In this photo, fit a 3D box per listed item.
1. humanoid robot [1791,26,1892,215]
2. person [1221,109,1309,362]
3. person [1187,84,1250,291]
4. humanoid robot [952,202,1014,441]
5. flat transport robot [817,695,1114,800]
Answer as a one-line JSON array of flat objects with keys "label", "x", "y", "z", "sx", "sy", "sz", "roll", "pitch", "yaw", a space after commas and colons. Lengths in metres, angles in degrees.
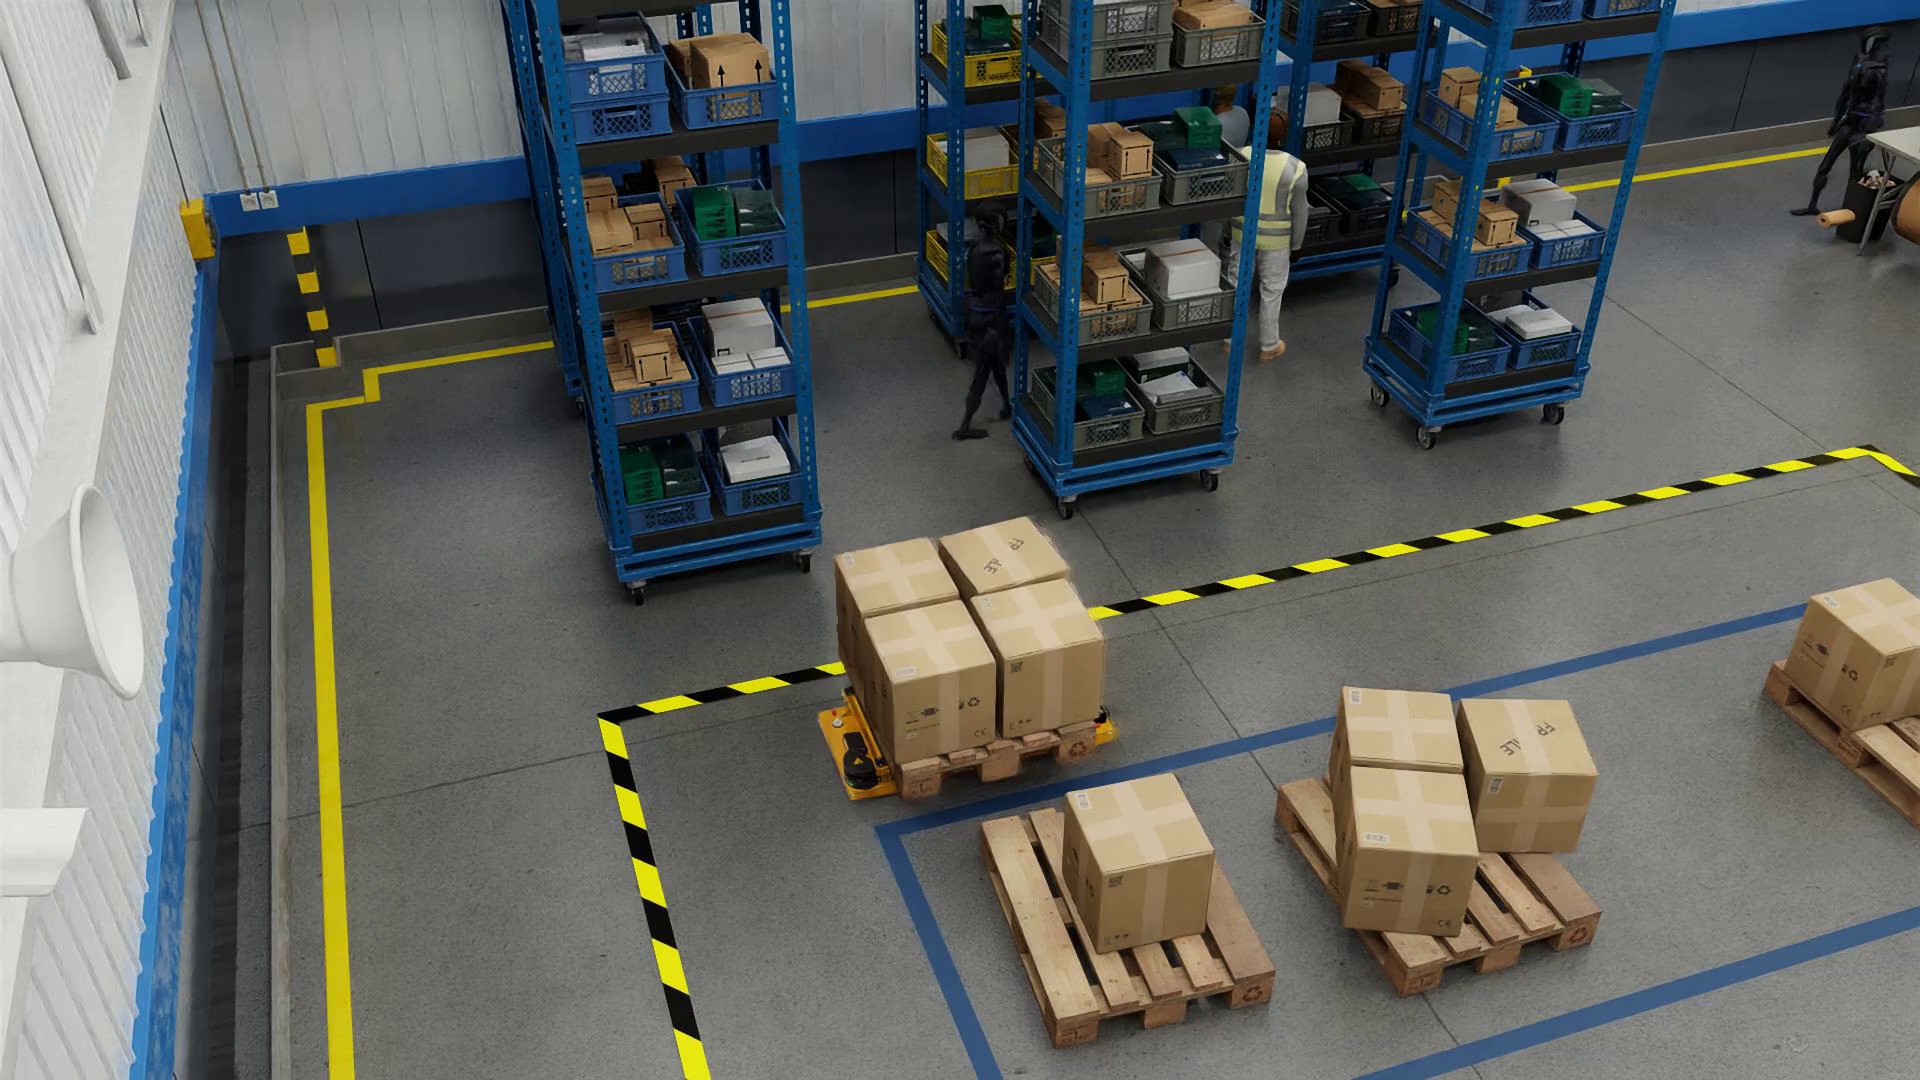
[{"label": "humanoid robot", "x": 7.464, "y": -3.414, "z": 13.721, "sx": 0.739, "sy": 1.645, "sz": 0.616, "roll": -2, "pitch": 35, "yaw": -2}, {"label": "person", "x": 2.130, "y": -2.135, "z": 11.718, "sx": 0.624, "sy": 1.844, "sz": 0.429, "roll": 17, "pitch": 39, "yaw": 22}, {"label": "person", "x": 1.835, "y": -2.467, "z": 12.105, "sx": 0.373, "sy": 1.940, "sz": 0.629, "roll": 19, "pitch": 39, "yaw": 24}, {"label": "humanoid robot", "x": 0.233, "y": -1.434, "z": 10.875, "sx": 0.639, "sy": 1.637, "sz": 0.608, "roll": -11, "pitch": 37, "yaw": -16}, {"label": "flat transport robot", "x": 0.024, "y": 0.930, "z": 8.713, "sx": 1.431, "sy": 0.197, "sz": 0.652, "roll": -11, "pitch": 37, "yaw": -15}]
